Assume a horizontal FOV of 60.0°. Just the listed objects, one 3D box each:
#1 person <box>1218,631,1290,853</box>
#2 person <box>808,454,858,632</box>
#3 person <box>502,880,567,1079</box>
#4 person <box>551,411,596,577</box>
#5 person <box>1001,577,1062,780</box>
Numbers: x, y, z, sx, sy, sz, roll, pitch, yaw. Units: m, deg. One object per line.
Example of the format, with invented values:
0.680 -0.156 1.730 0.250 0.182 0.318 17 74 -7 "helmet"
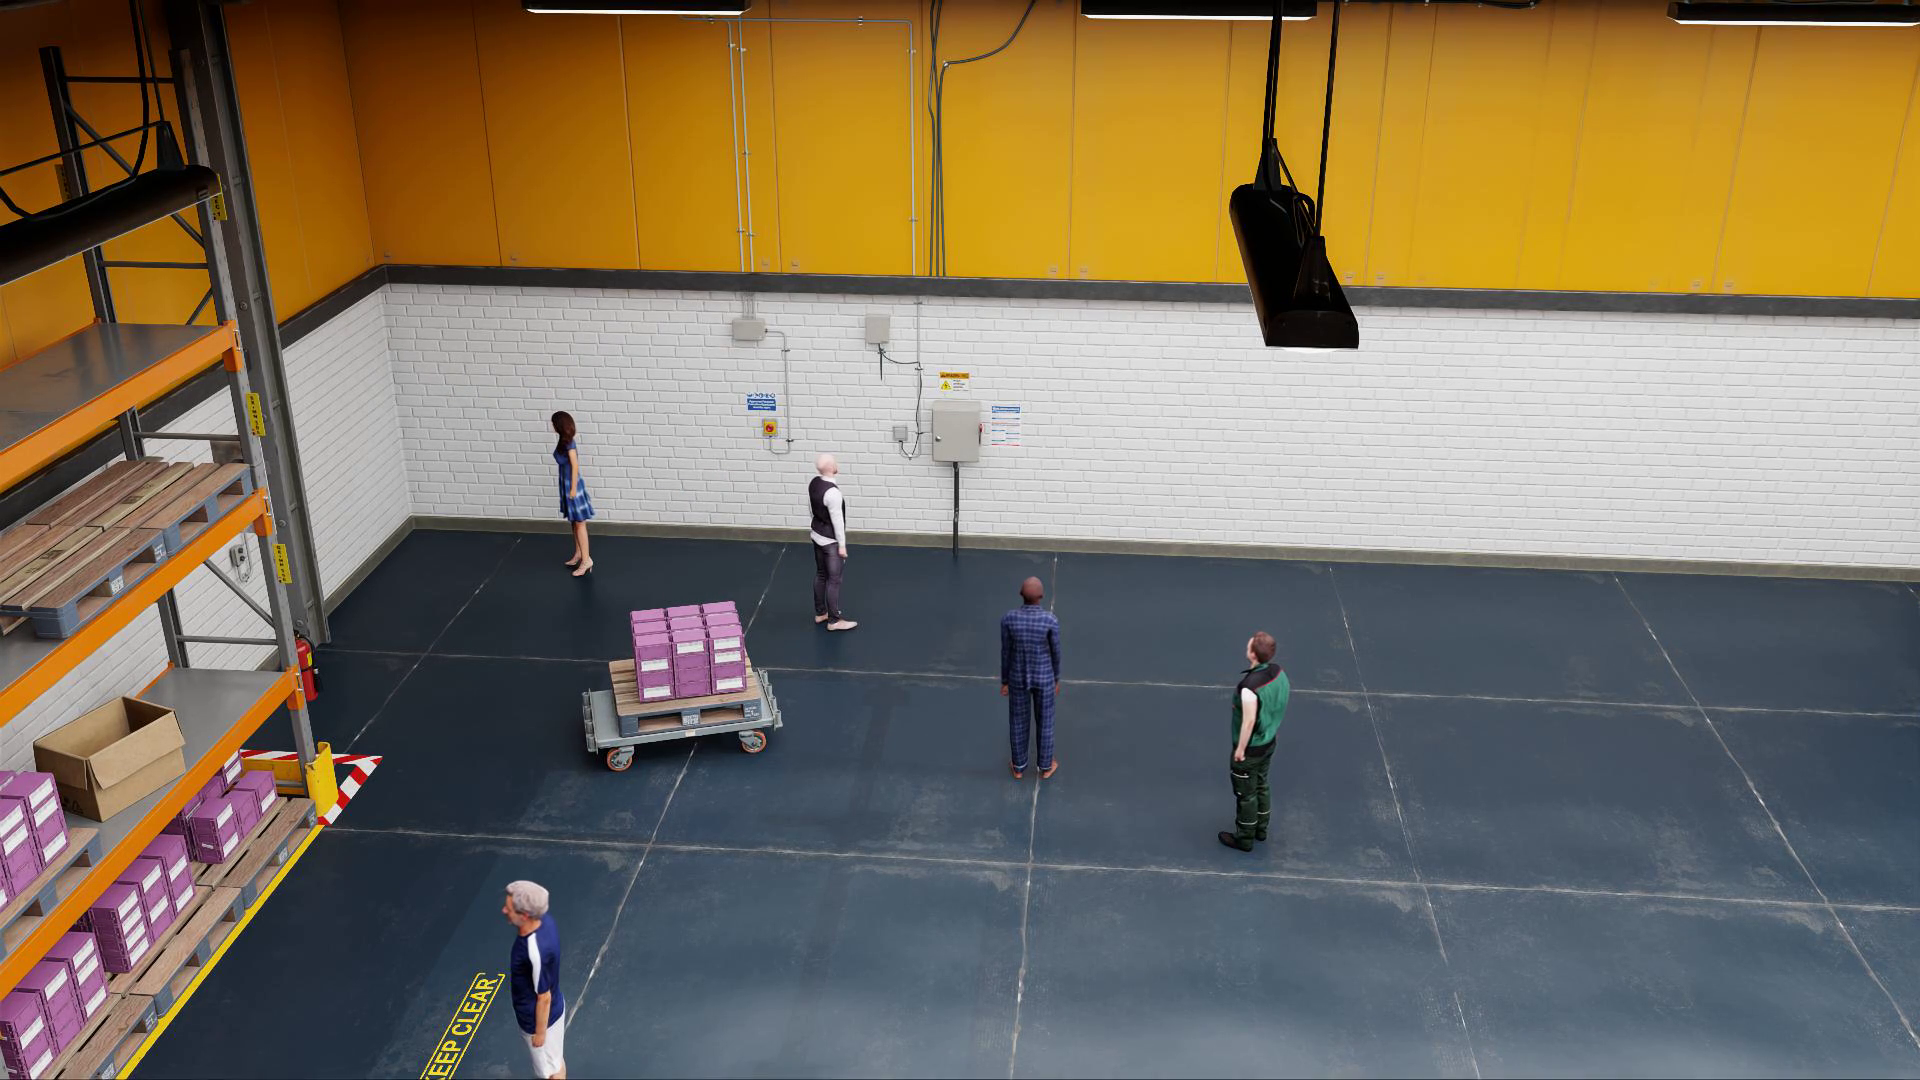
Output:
2.255 1.535 12.791 0.800 1.842 0.709 19 30 37 "person"
-1.287 0.008 16.309 0.843 1.822 0.754 -15 28 -30 "person"
-2.496 2.799 9.903 0.771 1.839 0.632 -7 25 -16 "person"
-4.096 -0.505 17.501 0.818 1.807 0.690 -10 25 -21 "person"
0.594 1.137 13.731 0.647 1.819 0.594 3 24 6 "person"
